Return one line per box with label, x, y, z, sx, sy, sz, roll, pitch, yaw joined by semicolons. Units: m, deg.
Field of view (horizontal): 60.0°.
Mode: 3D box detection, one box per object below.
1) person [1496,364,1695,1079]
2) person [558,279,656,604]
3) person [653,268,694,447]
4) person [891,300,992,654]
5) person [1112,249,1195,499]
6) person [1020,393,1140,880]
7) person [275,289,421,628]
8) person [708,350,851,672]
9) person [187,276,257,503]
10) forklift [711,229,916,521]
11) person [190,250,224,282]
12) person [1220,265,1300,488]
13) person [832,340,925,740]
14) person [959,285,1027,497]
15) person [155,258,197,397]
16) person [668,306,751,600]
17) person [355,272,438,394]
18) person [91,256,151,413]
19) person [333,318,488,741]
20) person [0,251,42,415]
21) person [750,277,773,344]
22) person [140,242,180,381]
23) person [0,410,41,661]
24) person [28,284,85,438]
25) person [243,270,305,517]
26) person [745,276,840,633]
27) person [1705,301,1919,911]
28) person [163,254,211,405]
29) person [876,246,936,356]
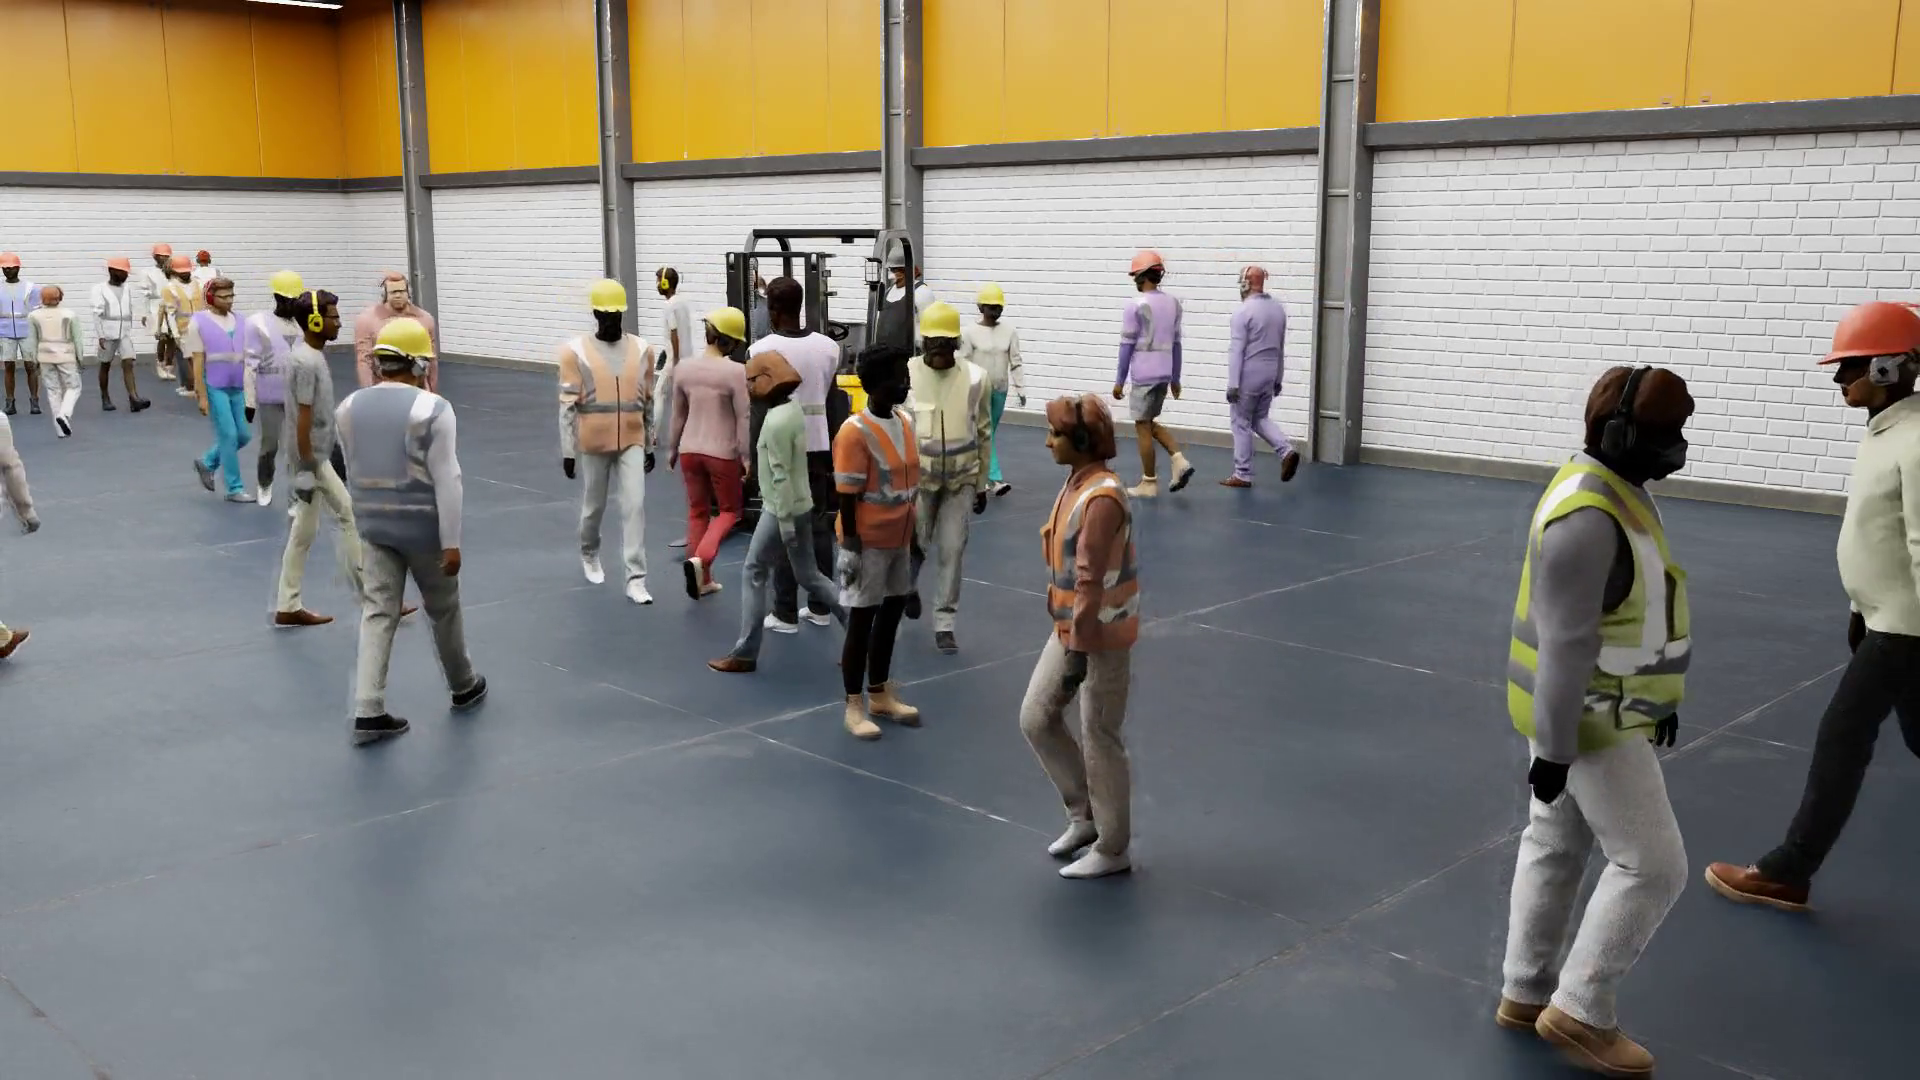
person;1.665;0.463;4.243;0.547;1.820;0.641;4;11;19
person;-2.098;-0.610;9.903;0.600;1.890;0.953;-5;12;-27
person;-2.858;-1.822;16.710;0.964;1.814;0.481;3;11;15
person;-0.133;-0.341;8.644;0.595;1.808;0.624;-2;11;-10
person;1.546;-1.320;13.416;0.602;2.020;0.534;-10;14;-44
person;0.408;0.330;5.472;0.388;1.623;0.525;-2;11;-12
person;-3.378;-0.431;9.063;0.875;1.835;0.556;-4;11;-23
person;-0.796;-0.136;8.128;0.779;1.589;0.493;2;11;9
person;-5.953;-1.202;13.343;0.638;1.814;0.575;4;11;22
forklift;-1.050;-1.319;12.920;1.214;2.155;2.313;2;11;13
person;-12.467;-3.850;27.569;0.577;1.882;0.349;-8;13;-38
person;2.525;-1.357;13.976;0.659;1.885;0.610;-10;14;-43
person;-0.356;0.001;7.107;0.324;1.695;0.559;6;12;31
person;0.273;-1.223;13.663;0.536;1.717;0.908;-5;12;-27
person;-10.387;-2.796;21.984;0.665;1.822;0.502;4;11;21
person;-1.477;-0.481;9.630;0.604;1.727;0.565;4;11;21
person;-4.492;-1.211;13.299;0.639;1.856;1.006;-5;12;-27
person;-10.182;-2.472;20.083;0.987;1.868;0.595;7;13;34
person;-2.389;-0.054;7.177;0.598;1.787;0.857;2;11;12
person;-11.228;-2.454;19.807;0.546;1.939;0.375;-4;11;-20
person;-2.596;-2.535;21.163;0.409;1.602;0.508;10;14;44
person;-11.632;-3.331;24.348;0.489;2.024;0.650;9;14;40
person;-4.723;-0.117;7.986;0.497;1.592;0.857;1;10;6
person;-9.478;-1.870;17.449;0.533;1.624;0.456;-2;11;-10
person;-5.208;-1.124;12.722;0.605;1.884;0.865;-10;14;-42
person;-0.898;-0.454;8.962;0.592;1.917;0.392;-10;14;-44
person;2.972;0.243;5.127;1.022;1.941;0.669;4;11;20
person;-9.519;-2.591;20.668;0.604;1.900;0.618;-7;12;-32
person;-0.546;-1.728;15.566;0.535;2.000;0.684;-8;13;-37
